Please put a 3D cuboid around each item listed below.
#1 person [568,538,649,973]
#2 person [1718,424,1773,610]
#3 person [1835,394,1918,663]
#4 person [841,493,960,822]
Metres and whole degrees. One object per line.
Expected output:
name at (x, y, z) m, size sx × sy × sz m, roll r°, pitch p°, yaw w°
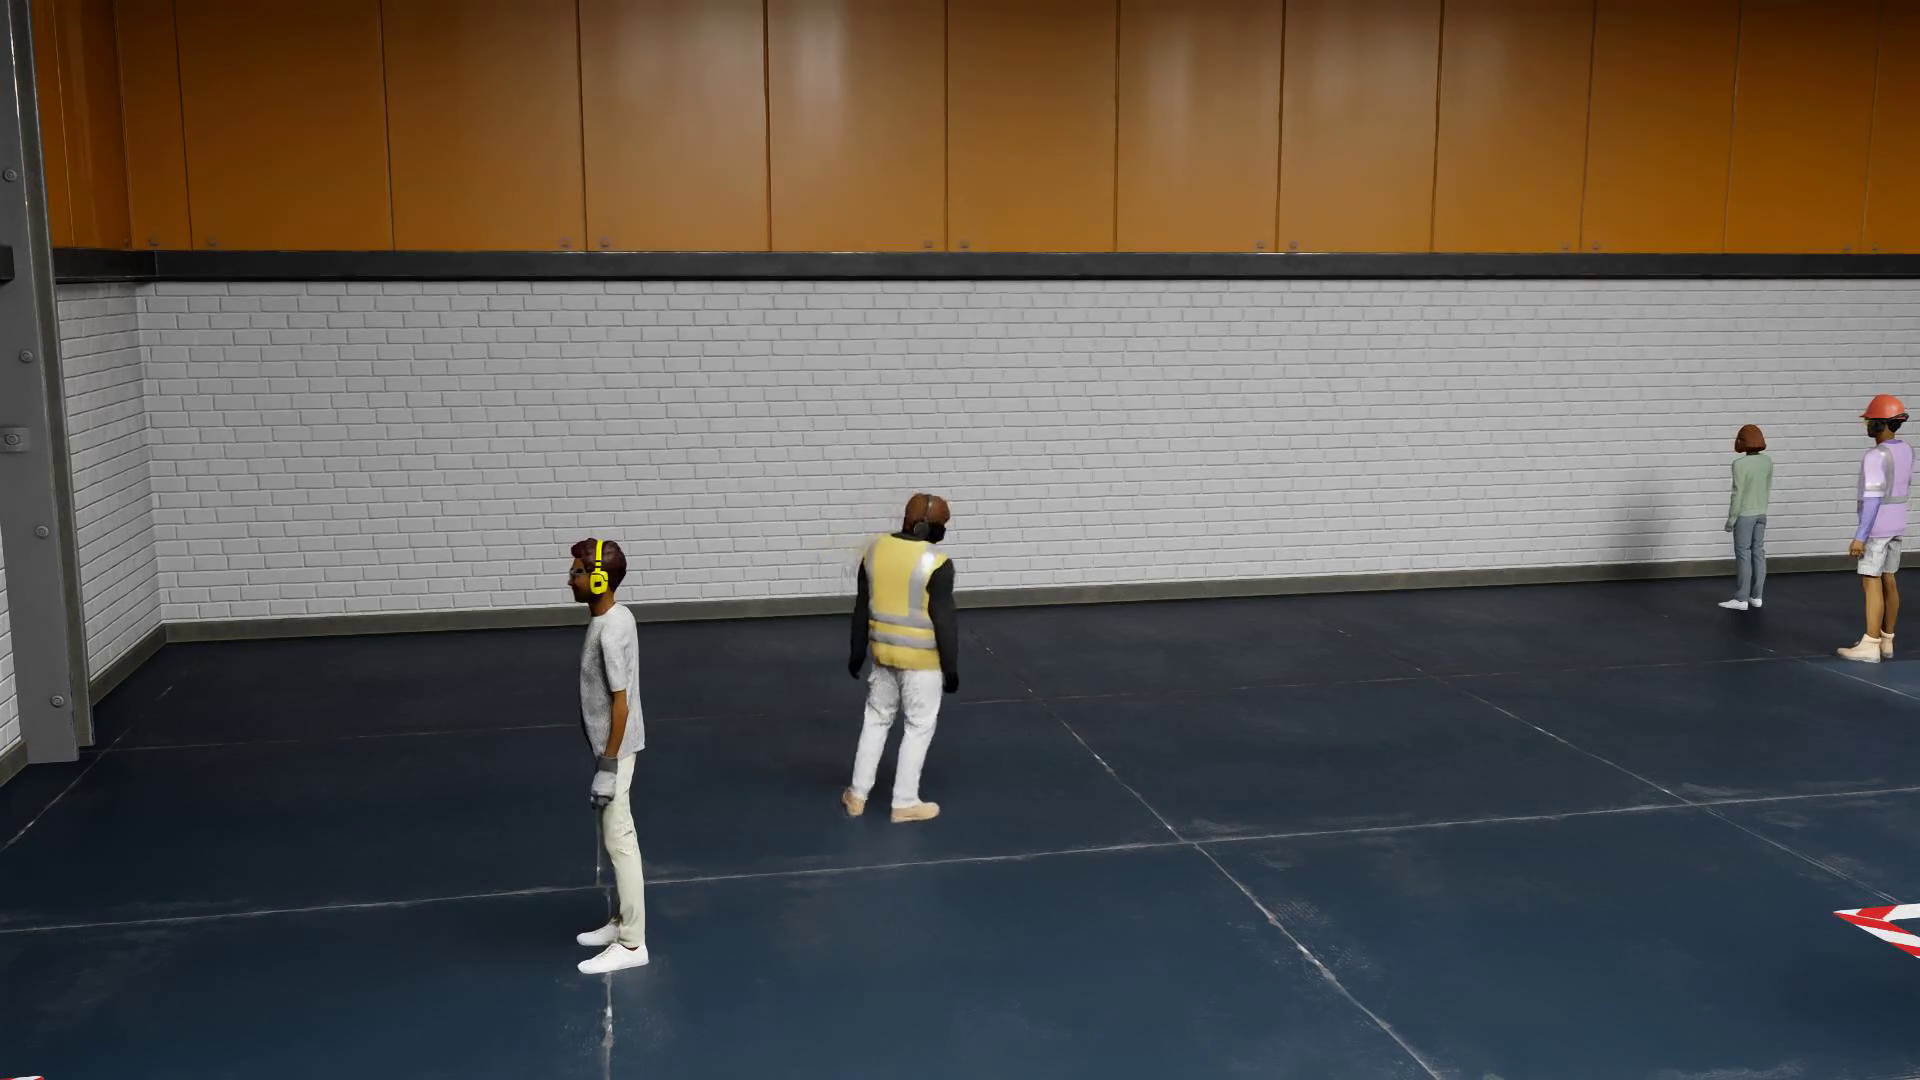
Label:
person at (-1.514, 0.914, 7.120) m, size 0.327 × 1.874 × 0.520 m, roll -2°, pitch 9°, yaw -11°
person at (6.926, -0.200, 14.635) m, size 0.500 × 1.632 × 0.286 m, roll -5°, pitch 11°, yaw -29°
person at (6.992, -0.087, 12.693) m, size 0.605 × 2.045 × 0.380 m, roll -7°, pitch 12°, yaw -36°
person at (-0.316, 0.638, 9.025) m, size 0.761 × 1.804 × 0.458 m, roll 7°, pitch 12°, yaw 38°
